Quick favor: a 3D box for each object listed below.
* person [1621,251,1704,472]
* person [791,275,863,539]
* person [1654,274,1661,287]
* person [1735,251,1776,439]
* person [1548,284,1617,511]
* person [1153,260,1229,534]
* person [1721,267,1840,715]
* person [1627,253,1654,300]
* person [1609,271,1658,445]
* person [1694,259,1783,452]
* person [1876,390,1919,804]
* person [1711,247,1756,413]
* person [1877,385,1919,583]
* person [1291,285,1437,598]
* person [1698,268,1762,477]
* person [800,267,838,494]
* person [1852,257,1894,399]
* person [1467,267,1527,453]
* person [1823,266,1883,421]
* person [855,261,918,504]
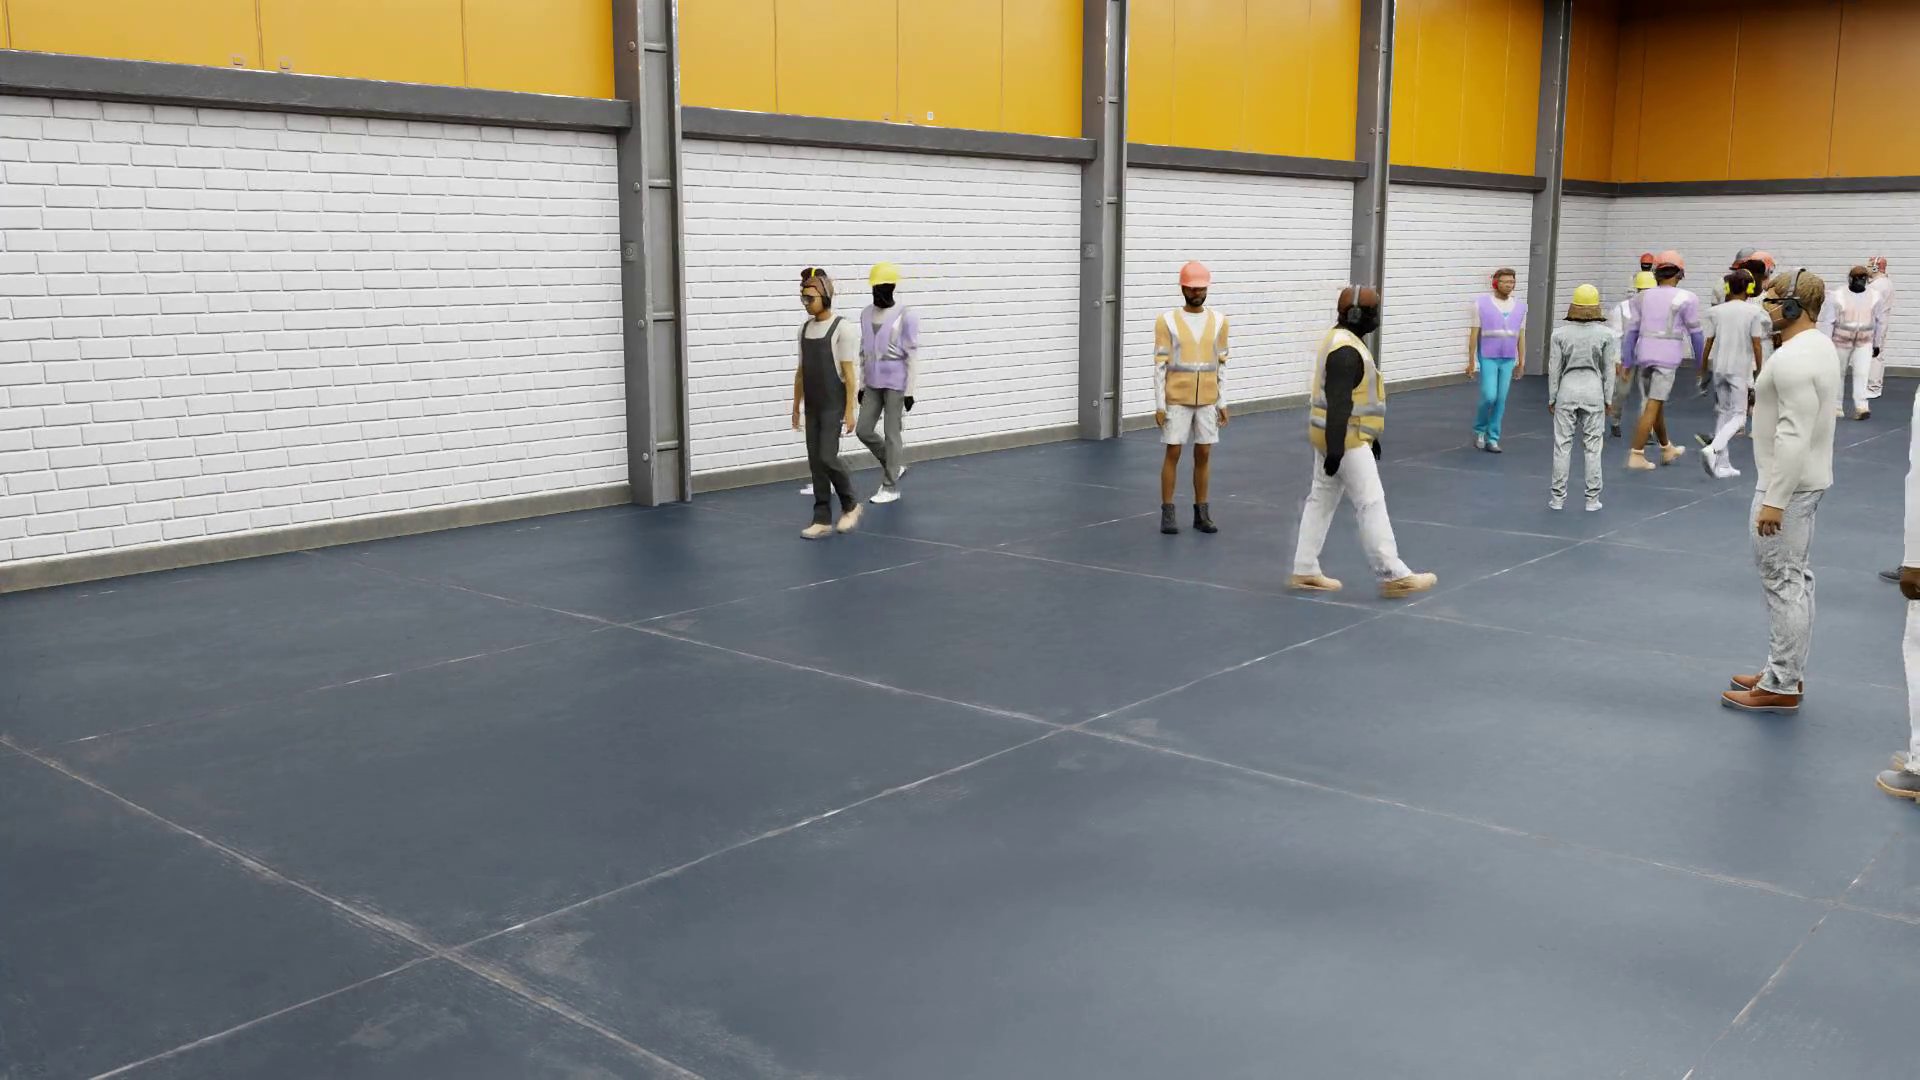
[{"bbox_3d":[6.468,-1.626,15.196,1.013,1.977,0.636,-6,12,-31],"label":"person"},{"bbox_3d":[-0.952,-0.915,11.563,0.548,1.836,0.388,9,13,40],"label":"person"},{"bbox_3d":[11.361,-3.563,27.065,0.541,1.696,0.316,3,10,16],"label":"person"},{"bbox_3d":[8.478,-2.073,17.743,0.394,1.985,0.608,-5,11,-28],"label":"person"},{"bbox_3d":[4.798,-1.096,12.863,0.489,1.746,0.286,4,11,21],"label":"person"},{"bbox_3d":[1.644,-1.002,11.787,0.550,1.933,0.374,-2,10,-9],"label":"person"},{"bbox_3d":[3.604,-0.210,7.266,0.356,1.938,0.638,7,12,33],"label":"person"},{"bbox_3d":[11.500,-3.851,27.998,0.552,1.935,0.366,3,10,15],"label":"person"},{"bbox_3d":[7.083,-1.918,17.428,0.596,1.788,0.923,1,10,5],"label":"person"},{"bbox_3d":[7.712,-1.788,16.321,1.028,1.904,0.598,0,10,-2],"label":"person"},{"bbox_3d":[3.710,0.027,6.129,0.582,1.852,0.450,-2,10,-14],"label":"person"},{"bbox_3d":[9.647,-2.588,20.518,0.537,2.000,0.674,-6,11,-30],"label":"person"},{"bbox_3d":[5.933,-0.600,9.852,0.661,1.811,0.601,3,10,14],"label":"person"},{"bbox_3d":[2.378,-0.566,9.685,0.894,1.807,0.628,1,10,8],"label":"person"},{"bbox_3d":[6.702,-1.439,14.518,0.644,1.849,0.557,-7,12,-34],"label":"person"},{"bbox_3d":[-1.161,-1.304,13.705,0.314,1.866,0.532,1,10,6],"label":"person"},{"bbox_3d":[12.300,-2.856,22.427,0.400,1.907,0.644,9,13,41],"label":"person"},{"bbox_3d":[5.306,-1.770,16.428,0.582,1.832,0.448,-2,10,-10],"label":"person"},{"bbox_3d":[10.507,-2.300,19.549,0.662,1.798,0.967,3,10,15],"label":"person"},{"bbox_3d":[-0.591,-1.245,13.214,0.606,1.916,0.420,8,13,39],"label":"person"}]
